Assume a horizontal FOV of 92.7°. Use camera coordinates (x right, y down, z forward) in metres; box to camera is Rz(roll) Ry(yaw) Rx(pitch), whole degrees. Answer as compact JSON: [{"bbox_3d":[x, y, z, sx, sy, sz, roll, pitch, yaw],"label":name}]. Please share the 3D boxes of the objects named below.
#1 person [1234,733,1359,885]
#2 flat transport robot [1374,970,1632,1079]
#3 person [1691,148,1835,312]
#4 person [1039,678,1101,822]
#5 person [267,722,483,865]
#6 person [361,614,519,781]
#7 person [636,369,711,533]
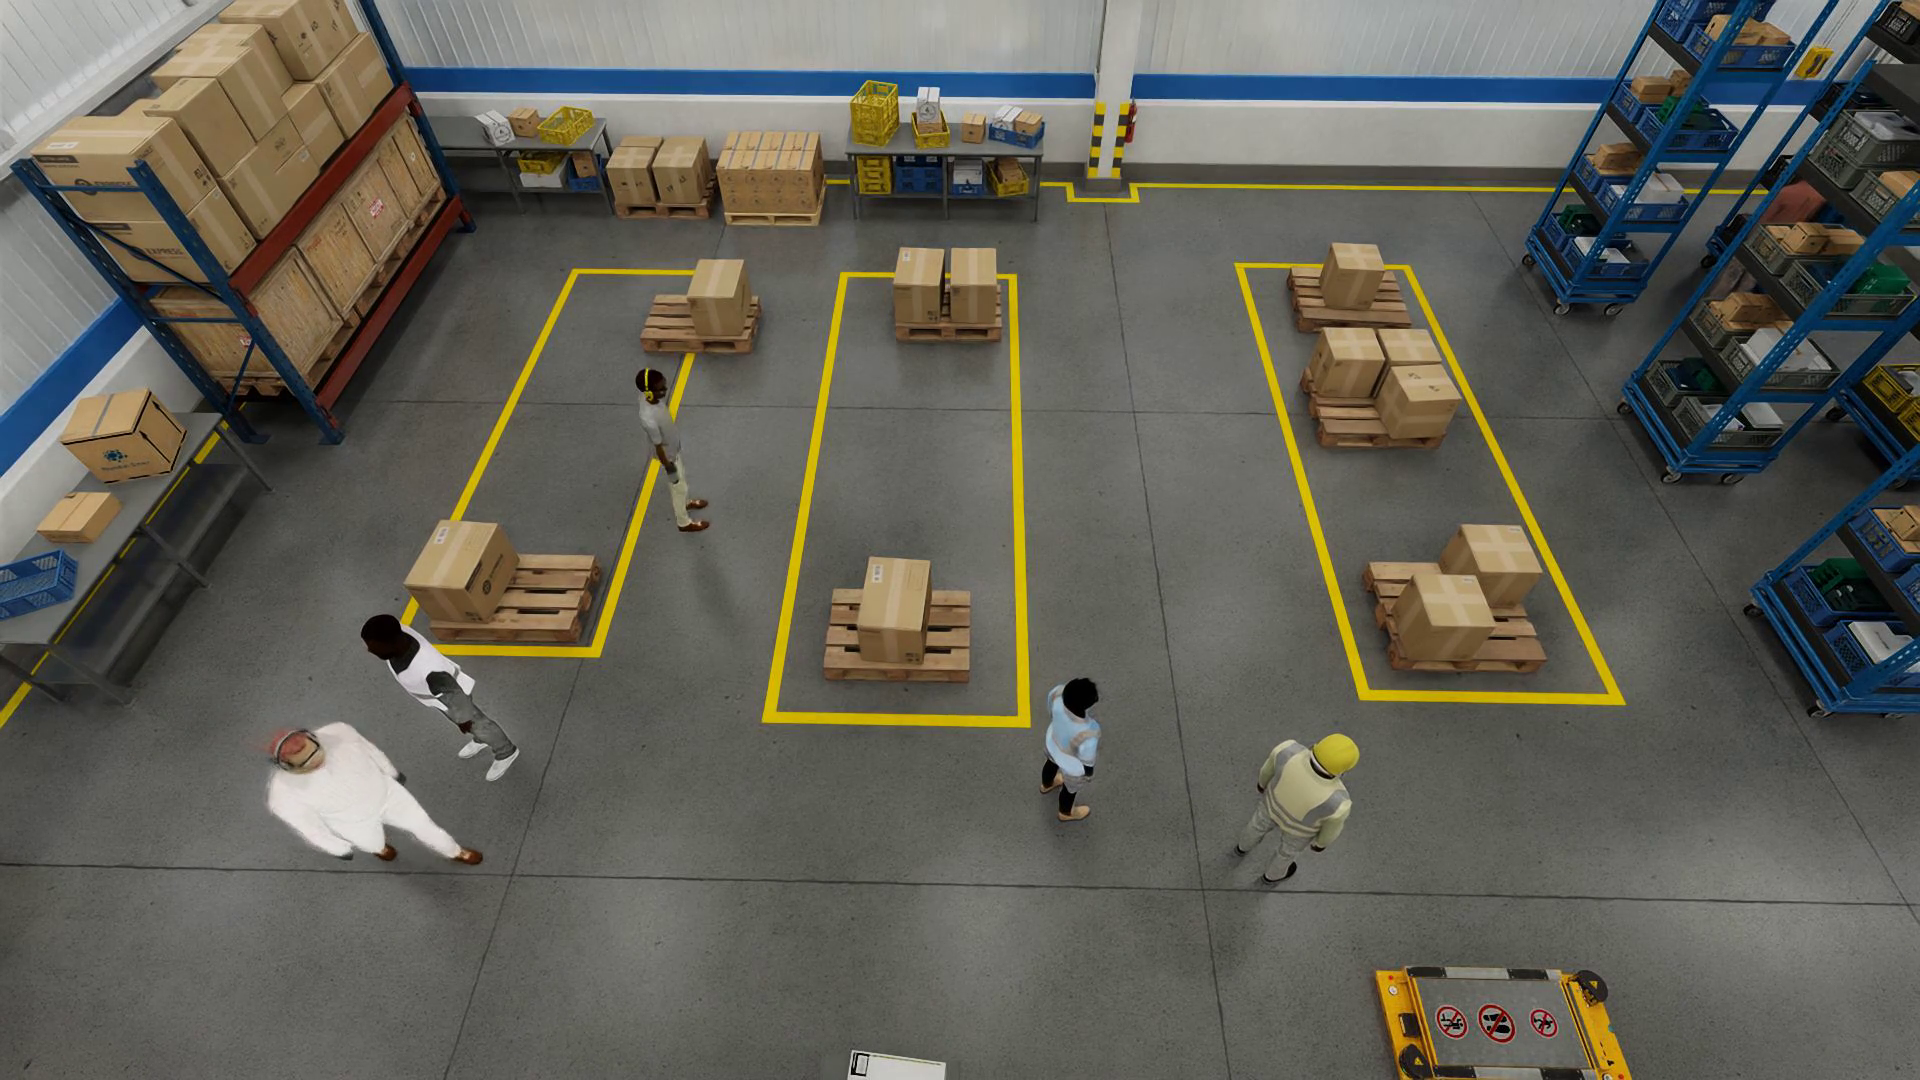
[{"bbox_3d":[2.216,1.760,6.033,0.404,1.830,0.603,-27,56,-20],"label":"person"},{"bbox_3d":[3.501,3.133,5.914,1.431,0.197,0.652,1,51,1],"label":"flat transport robot"},{"bbox_3d":[8.853,-3.333,10.083,0.623,1.989,0.401,-4,51,-3],"label":"person"},{"bbox_3d":[0.773,1.454,6.367,0.318,1.700,0.534,-21,54,-16],"label":"person"},{"bbox_3d":[-3.960,1.739,6.025,0.855,1.877,0.654,15,52,12],"label":"person"},{"bbox_3d":[-3.665,1.095,6.519,0.587,1.920,0.390,31,57,23],"label":"person"},{"bbox_3d":[-2.557,-0.777,8.089,0.333,1.859,0.540,-10,52,-8],"label":"person"}]
